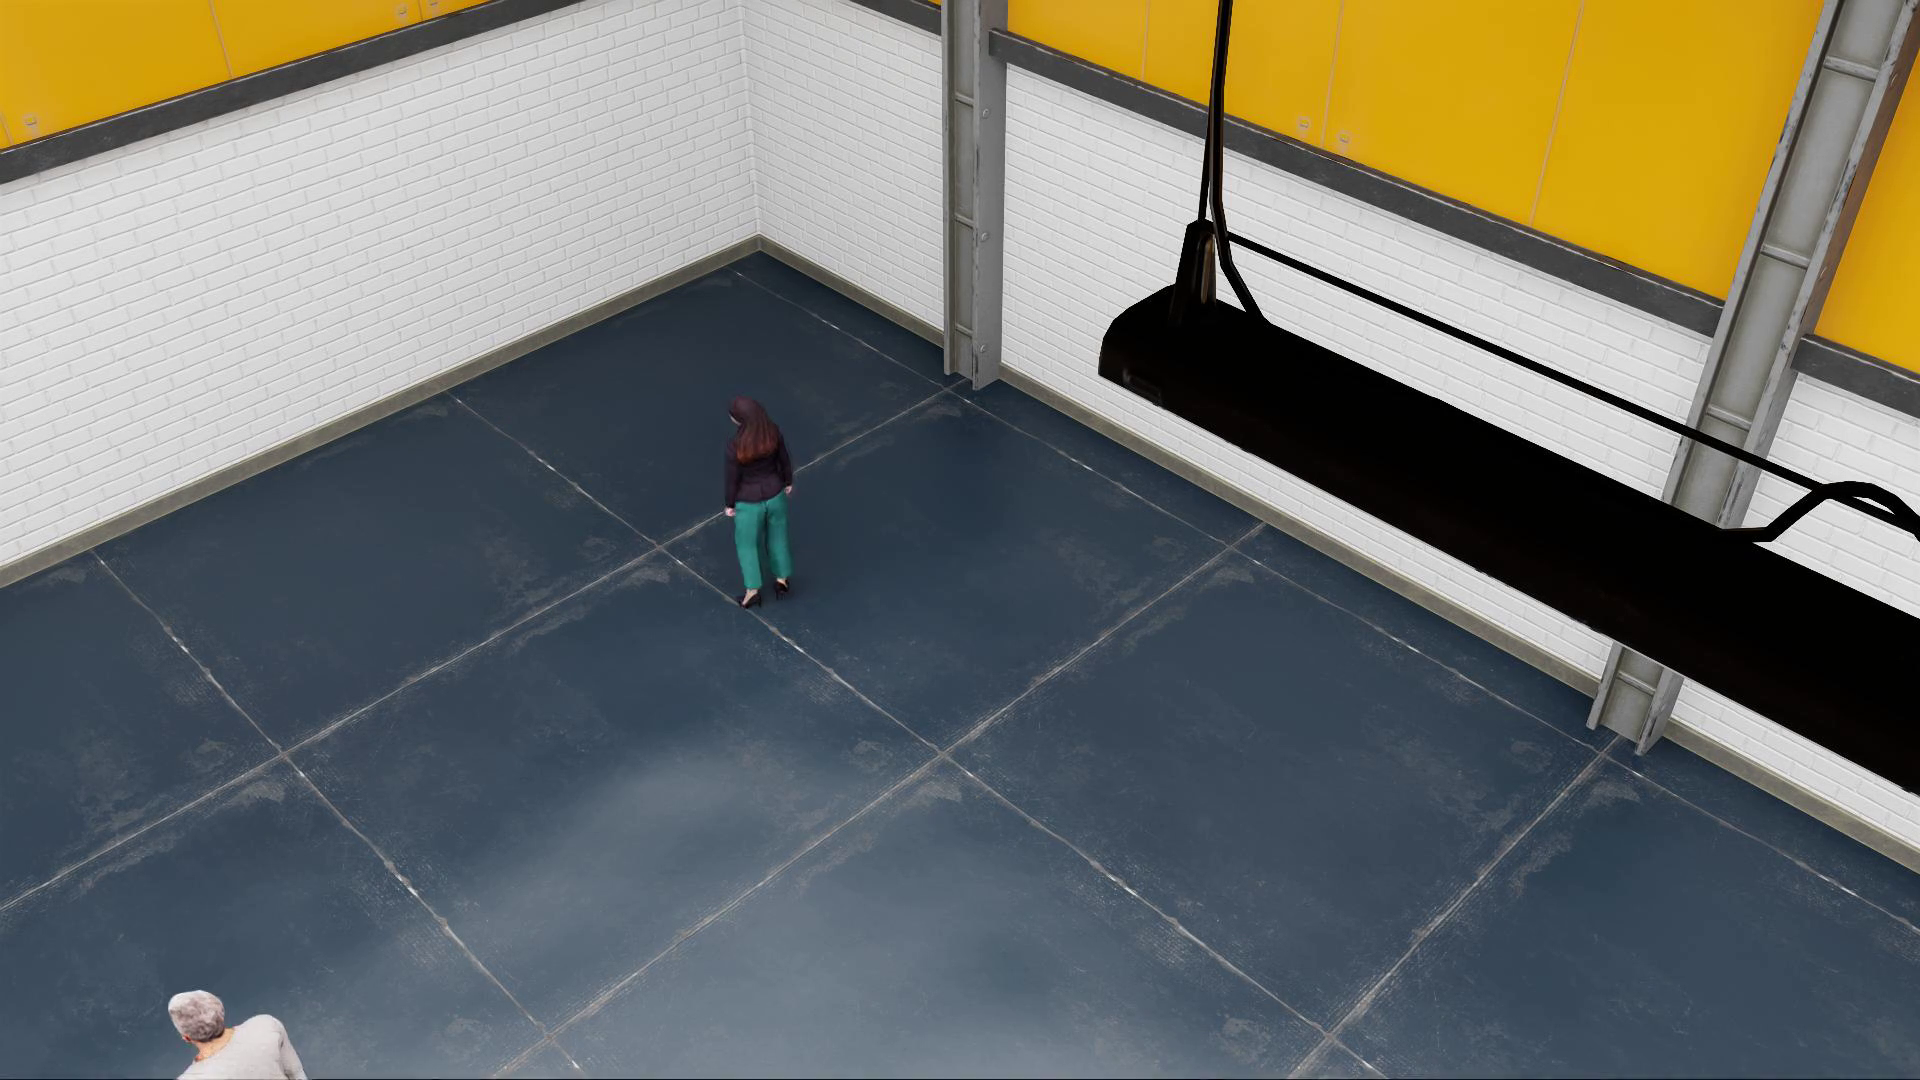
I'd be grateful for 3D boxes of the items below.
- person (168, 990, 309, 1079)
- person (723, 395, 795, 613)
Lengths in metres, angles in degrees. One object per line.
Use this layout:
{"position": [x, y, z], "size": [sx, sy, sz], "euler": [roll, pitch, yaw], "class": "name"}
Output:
{"position": [-3.083, 2.737, 7.487], "size": [1.284, 1.873, 0.919], "euler": [20, 43, 24], "class": "person"}
{"position": [-1.354, -0.274, 11.373], "size": [0.700, 1.730, 0.658], "euler": [-6, 39, -8], "class": "person"}
